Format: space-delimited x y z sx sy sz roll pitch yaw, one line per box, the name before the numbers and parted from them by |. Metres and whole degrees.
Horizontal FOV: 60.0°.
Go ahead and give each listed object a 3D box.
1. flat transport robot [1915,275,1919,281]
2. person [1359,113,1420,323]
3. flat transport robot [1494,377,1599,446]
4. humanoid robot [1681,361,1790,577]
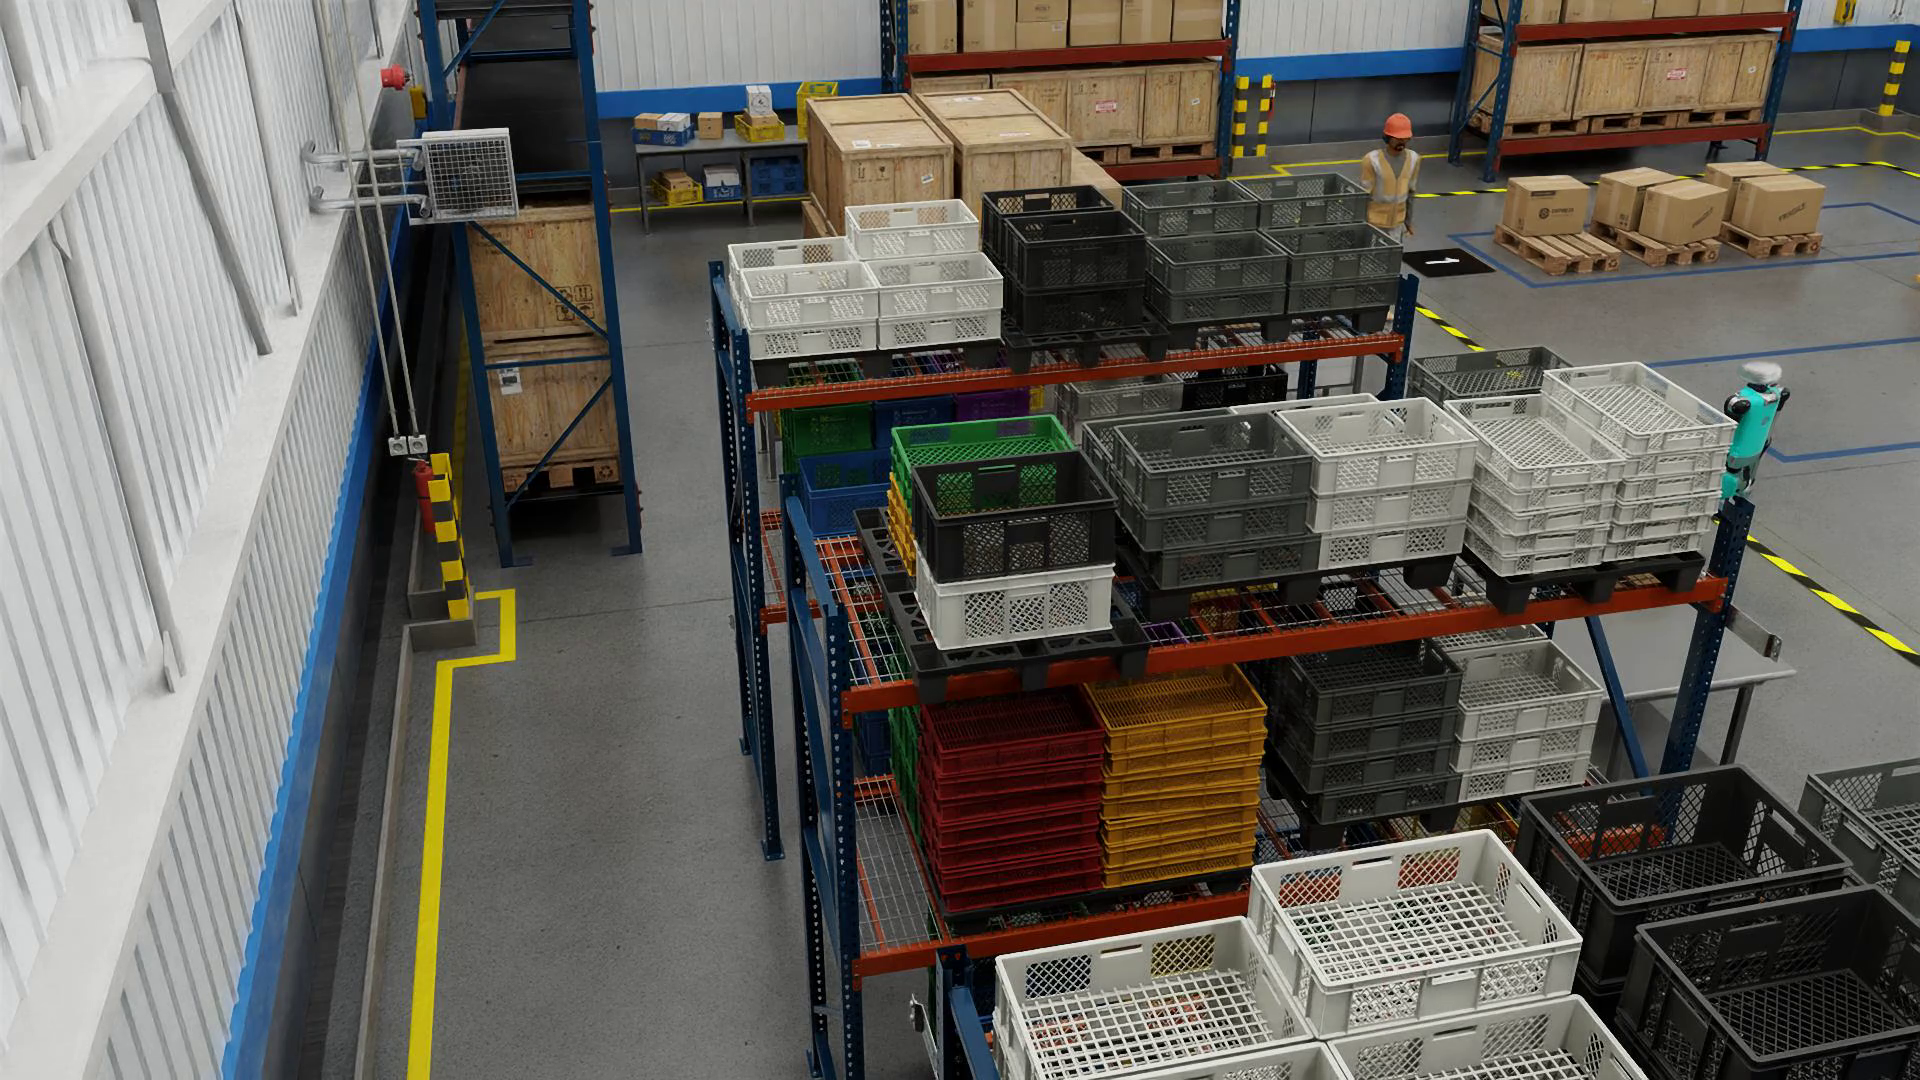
flat transport robot | 10.728 -2.717 17.172 1.431 0.197 0.652 -6 28 -12
person | 4.093 -3.072 15.973 0.604 2.045 0.375 -7 29 -13
flat transport robot | 4.780 -1.036 14.013 0.659 0.231 1.431 -6 28 -12
humanoid robot | 5.040 -0.481 11.244 0.533 1.674 0.735 -15 31 -26
